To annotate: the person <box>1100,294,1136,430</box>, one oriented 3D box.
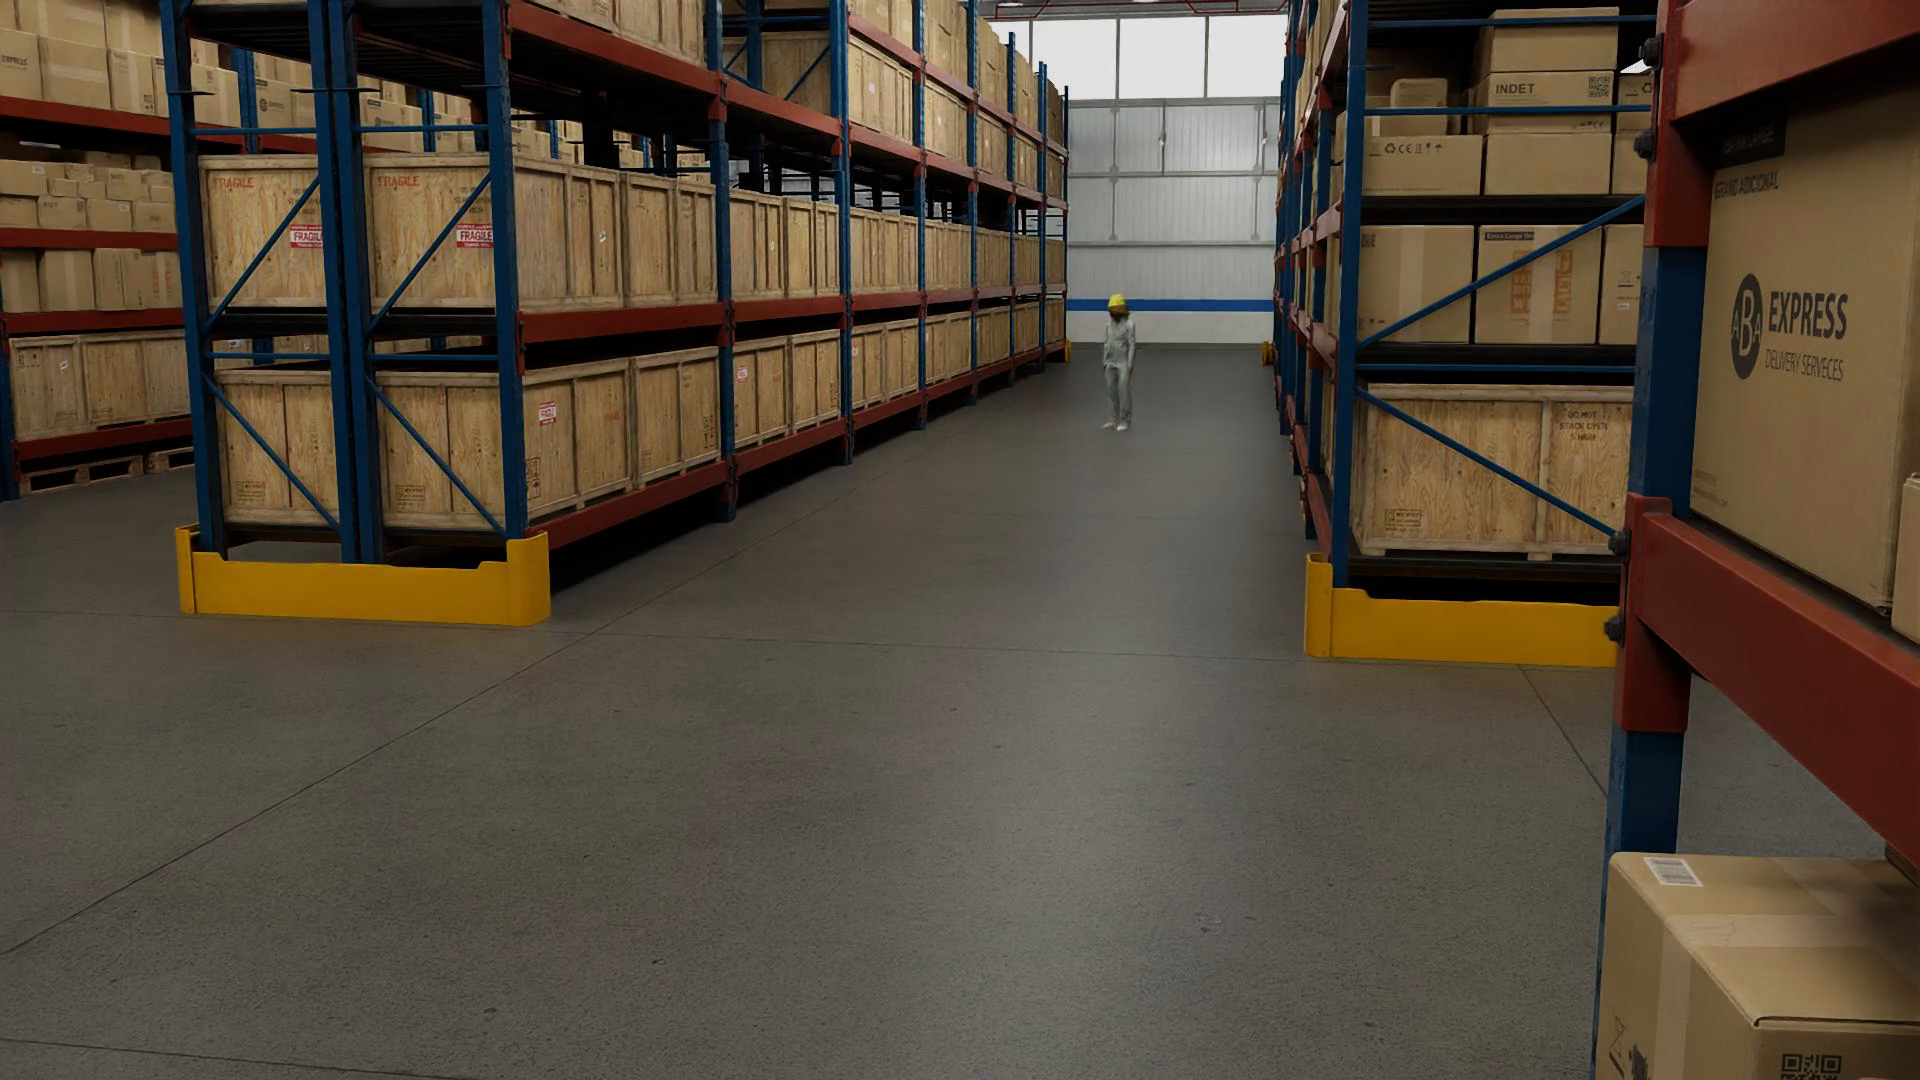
[{"bbox_3d":[2.025,-2.275,21.322,0.325,1.740,0.492,-8,12,-39],"label":"person"}]
